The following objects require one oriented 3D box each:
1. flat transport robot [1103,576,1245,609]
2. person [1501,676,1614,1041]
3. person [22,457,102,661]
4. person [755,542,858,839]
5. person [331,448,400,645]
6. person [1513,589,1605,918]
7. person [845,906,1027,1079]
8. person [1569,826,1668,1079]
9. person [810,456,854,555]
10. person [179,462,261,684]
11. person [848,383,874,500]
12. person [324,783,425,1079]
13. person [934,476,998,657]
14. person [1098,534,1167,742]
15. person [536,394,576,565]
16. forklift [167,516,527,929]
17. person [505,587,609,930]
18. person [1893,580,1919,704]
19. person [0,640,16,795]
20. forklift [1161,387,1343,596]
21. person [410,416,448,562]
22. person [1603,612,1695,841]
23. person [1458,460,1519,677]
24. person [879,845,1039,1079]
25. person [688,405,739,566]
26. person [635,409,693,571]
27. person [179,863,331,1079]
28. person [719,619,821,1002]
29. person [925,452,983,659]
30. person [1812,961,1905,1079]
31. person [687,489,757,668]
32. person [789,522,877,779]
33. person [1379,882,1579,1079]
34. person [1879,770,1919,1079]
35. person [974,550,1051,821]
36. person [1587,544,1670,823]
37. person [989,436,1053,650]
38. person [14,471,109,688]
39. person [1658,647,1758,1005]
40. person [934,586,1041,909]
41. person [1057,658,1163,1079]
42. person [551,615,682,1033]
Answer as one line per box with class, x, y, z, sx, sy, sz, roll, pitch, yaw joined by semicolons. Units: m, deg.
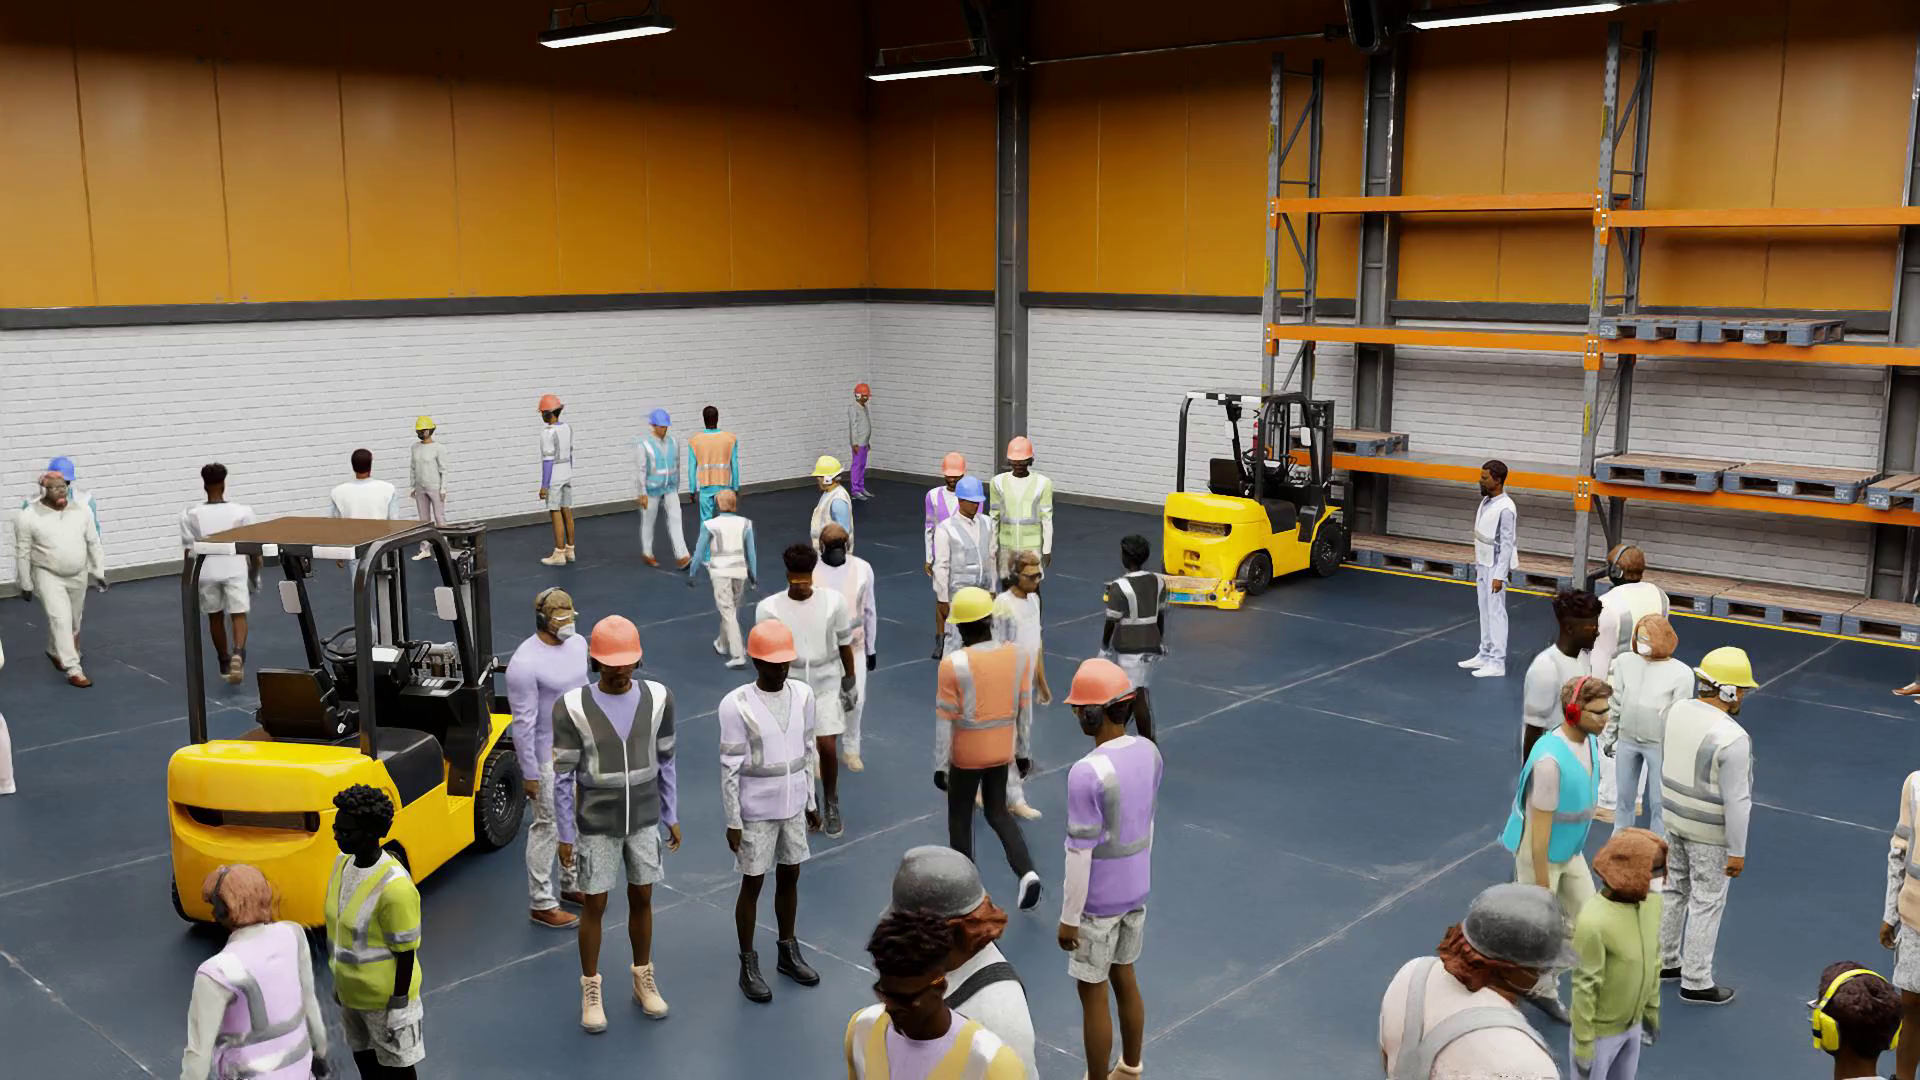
flat transport robot;2.288;0.537;17.722;1.431;0.197;0.652;3;10;15
person;2.789;1.503;7.875;0.508;1.809;0.585;8;13;39
person;-8.228;0.169;15.237;0.650;1.886;1.027;-8;12;-37
person;-0.971;0.957;10.599;0.638;1.927;0.607;-1;10;-5
person;-5.582;0.077;15.703;0.631;1.895;0.693;-3;10;-15
person;3.379;1.230;9.032;0.818;1.934;0.635;8;13;38
person;-0.093;1.974;4.757;0.606;1.956;0.384;7;12;35
person;2.480;1.860;6.346;0.505;1.623;0.313;-8;13;-38
person;-1.209;0.111;15.724;0.404;1.827;0.589;-2;10;-13
person;-6.371;0.299;14.356;0.607;1.939;0.811;-4;11;-21
person;-1.484;-1.493;25.070;0.330;1.748;0.560;3;10;16
person;-2.317;1.782;6.576;0.535;1.697;0.318;8;13;40
person;0.062;0.435;13.573;0.598;1.940;0.407;-8;13;-39
person;1.206;0.777;12.350;0.553;1.663;0.769;-9;13;-41
person;-4.832;-0.718;19.824;0.381;2.044;0.605;3;10;16
forklift;-3.583;0.976;9.748;1.214;2.155;2.313;2;10;11
person;-2.248;1.201;9.246;0.377;1.927;0.635;4;11;21
person;8.080;0.436;13.770;0.328;1.865;0.518;0;10;0
person;-6.699;0.852;11.251;0.391;1.919;0.589;0;10;-3
forklift;3.298;-0.608;18.767;1.214;2.155;2.313;9;13;42
person;-6.403;-0.617;20.035;0.524;1.770;0.315;4;11;21
person;4.080;1.230;9.901;0.278;1.633;0.498;-9;13;-42
person;4.707;0.247;14.686;0.392;1.920;0.589;0;10;-1
person;-0.059;1.881;5.035;0.536;2.000;0.678;-3;10;-17
person;-2.920;-0.637;19.753;0.592;1.910;0.400;-2;10;-12
person;-3.472;-0.573;19.412;0.649;1.889;1.004;-8;13;-38
person;-2.539;1.942;5.931;0.806;1.587;0.590;2;10;12
person;-0.936;1.343;8.390;0.552;1.937;0.356;-8;13;-39
person;-0.058;0.151;15.215;0.544;1.929;0.388;2;10;11
person;2.381;2.060;4.543;0.512;1.861;0.325;-2;10;-11
person;-2.144;0.335;15.117;0.587;1.586;0.866;-7;12;-36
person;-0.902;0.778;11.900;0.638;1.845;0.430;-3;10;-15
person;1.508;1.905;4.895;0.552;2.000;0.759;-3;10;-18
person;4.102;1.602;6.914;0.353;1.939;0.544;-6;12;-31
person;0.336;0.952;10.948;0.475;1.826;0.506;6;11;29
person;4.342;0.939;10.962;0.619;1.845;0.430;-5;11;-28
person;0.564;0.040;15.554;0.604;2.034;0.418;2;10;12
person;-7.874;0.305;14.515;0.995;1.871;0.633;7;12;34
person;3.720;1.419;8.304;0.403;1.820;0.603;-2;10;-13
person;0.134;1.189;9.402;0.612;1.890;0.727;-6;12;-32
person;0.616;1.511;7.189;0.410;2.030;0.611;7;12;37
person;-1.637;1.355;8.028;0.615;2.038;0.395;-5;11;-28
